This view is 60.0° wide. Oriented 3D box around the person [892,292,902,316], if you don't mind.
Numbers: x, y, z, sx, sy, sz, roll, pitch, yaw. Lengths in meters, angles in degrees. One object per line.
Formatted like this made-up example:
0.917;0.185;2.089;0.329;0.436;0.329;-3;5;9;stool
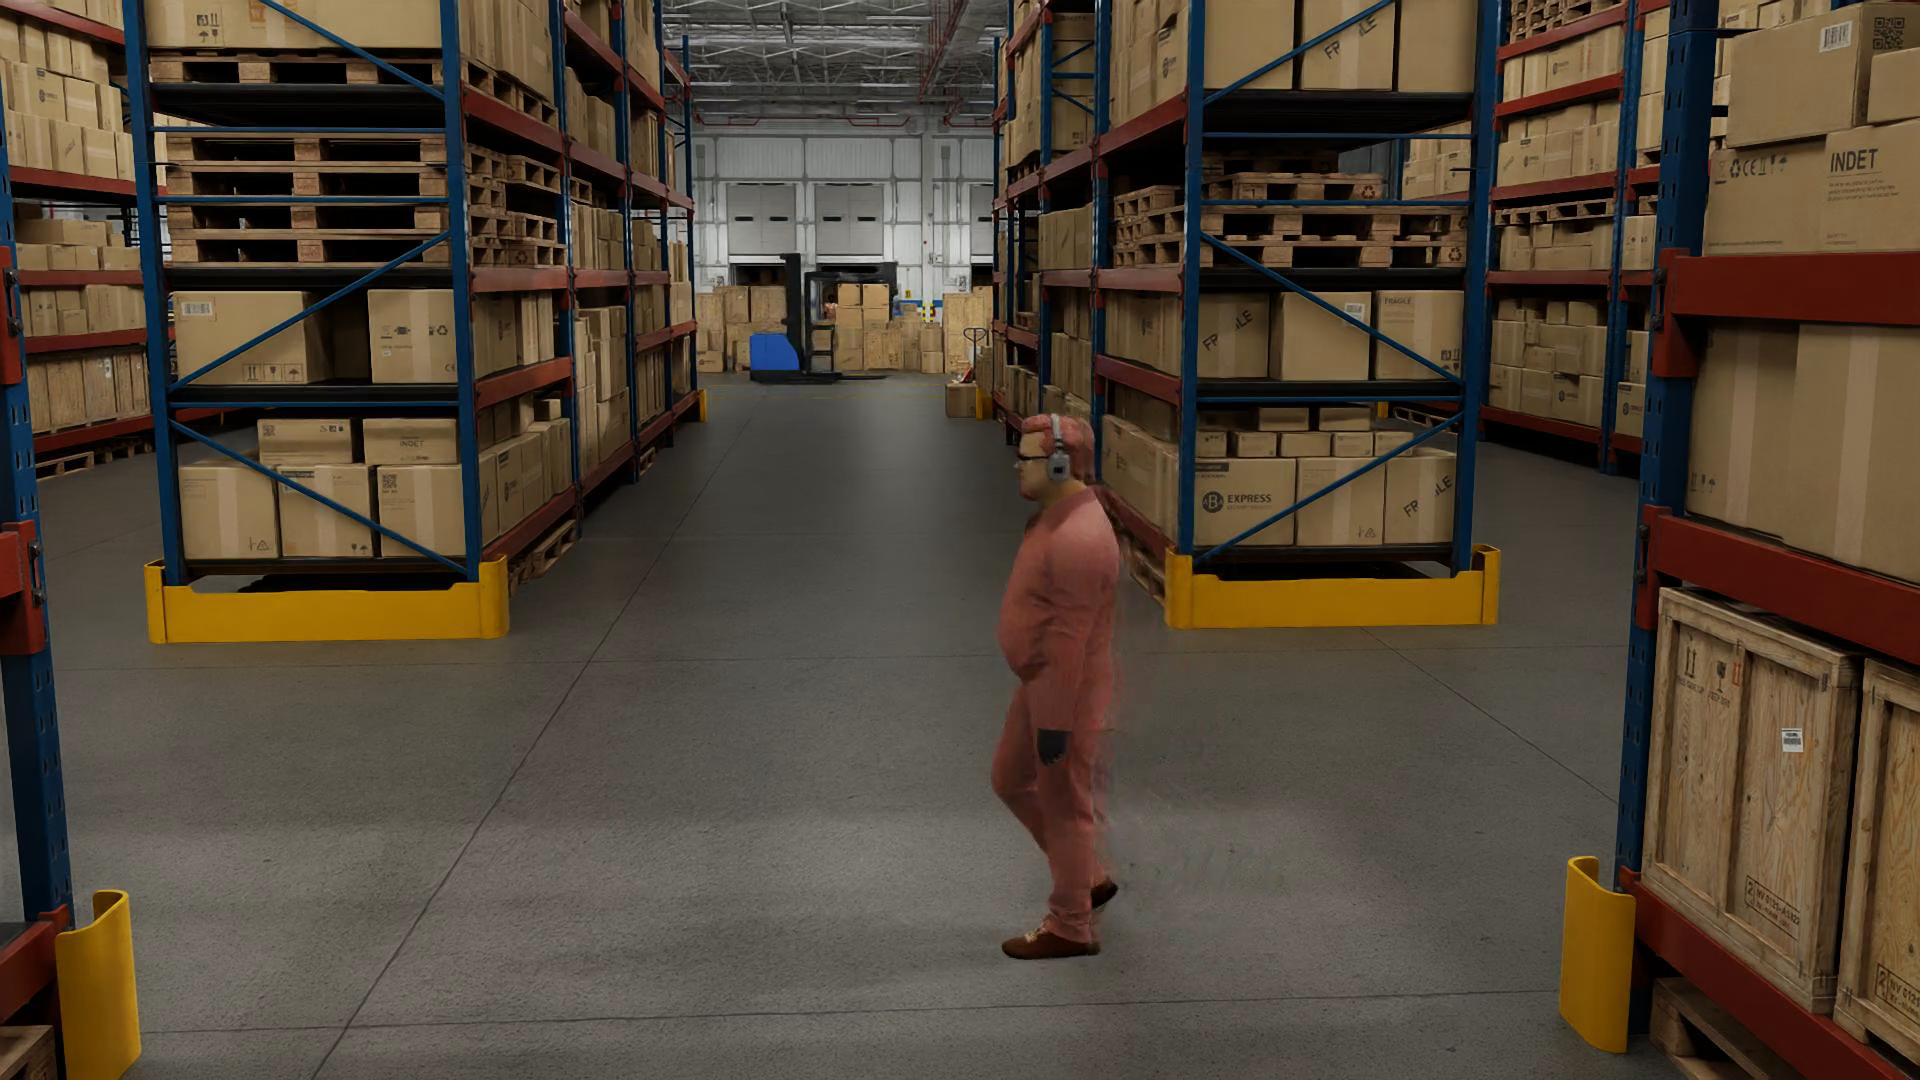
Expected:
-2.302;-7.822;57.939;0.632;1.930;0.381;4;10;22;person

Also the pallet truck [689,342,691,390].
-5.225;-3.008;27.480;1.885;1.965;0.823;2;9;14;pallet truck

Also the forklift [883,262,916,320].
-2.427;-8.331;58.140;1.873;2.768;1.129;-3;9;-16;forklift

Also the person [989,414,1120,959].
0.309;0.513;5.687;0.431;1.891;0.676;0;9;-3;person

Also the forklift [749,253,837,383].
-3.635;-4.830;36.161;1.873;2.768;1.129;-1;9;-4;forklift

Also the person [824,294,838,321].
-4.495;-7.716;57.979;0.529;1.697;0.321;-4;10;-23;person
